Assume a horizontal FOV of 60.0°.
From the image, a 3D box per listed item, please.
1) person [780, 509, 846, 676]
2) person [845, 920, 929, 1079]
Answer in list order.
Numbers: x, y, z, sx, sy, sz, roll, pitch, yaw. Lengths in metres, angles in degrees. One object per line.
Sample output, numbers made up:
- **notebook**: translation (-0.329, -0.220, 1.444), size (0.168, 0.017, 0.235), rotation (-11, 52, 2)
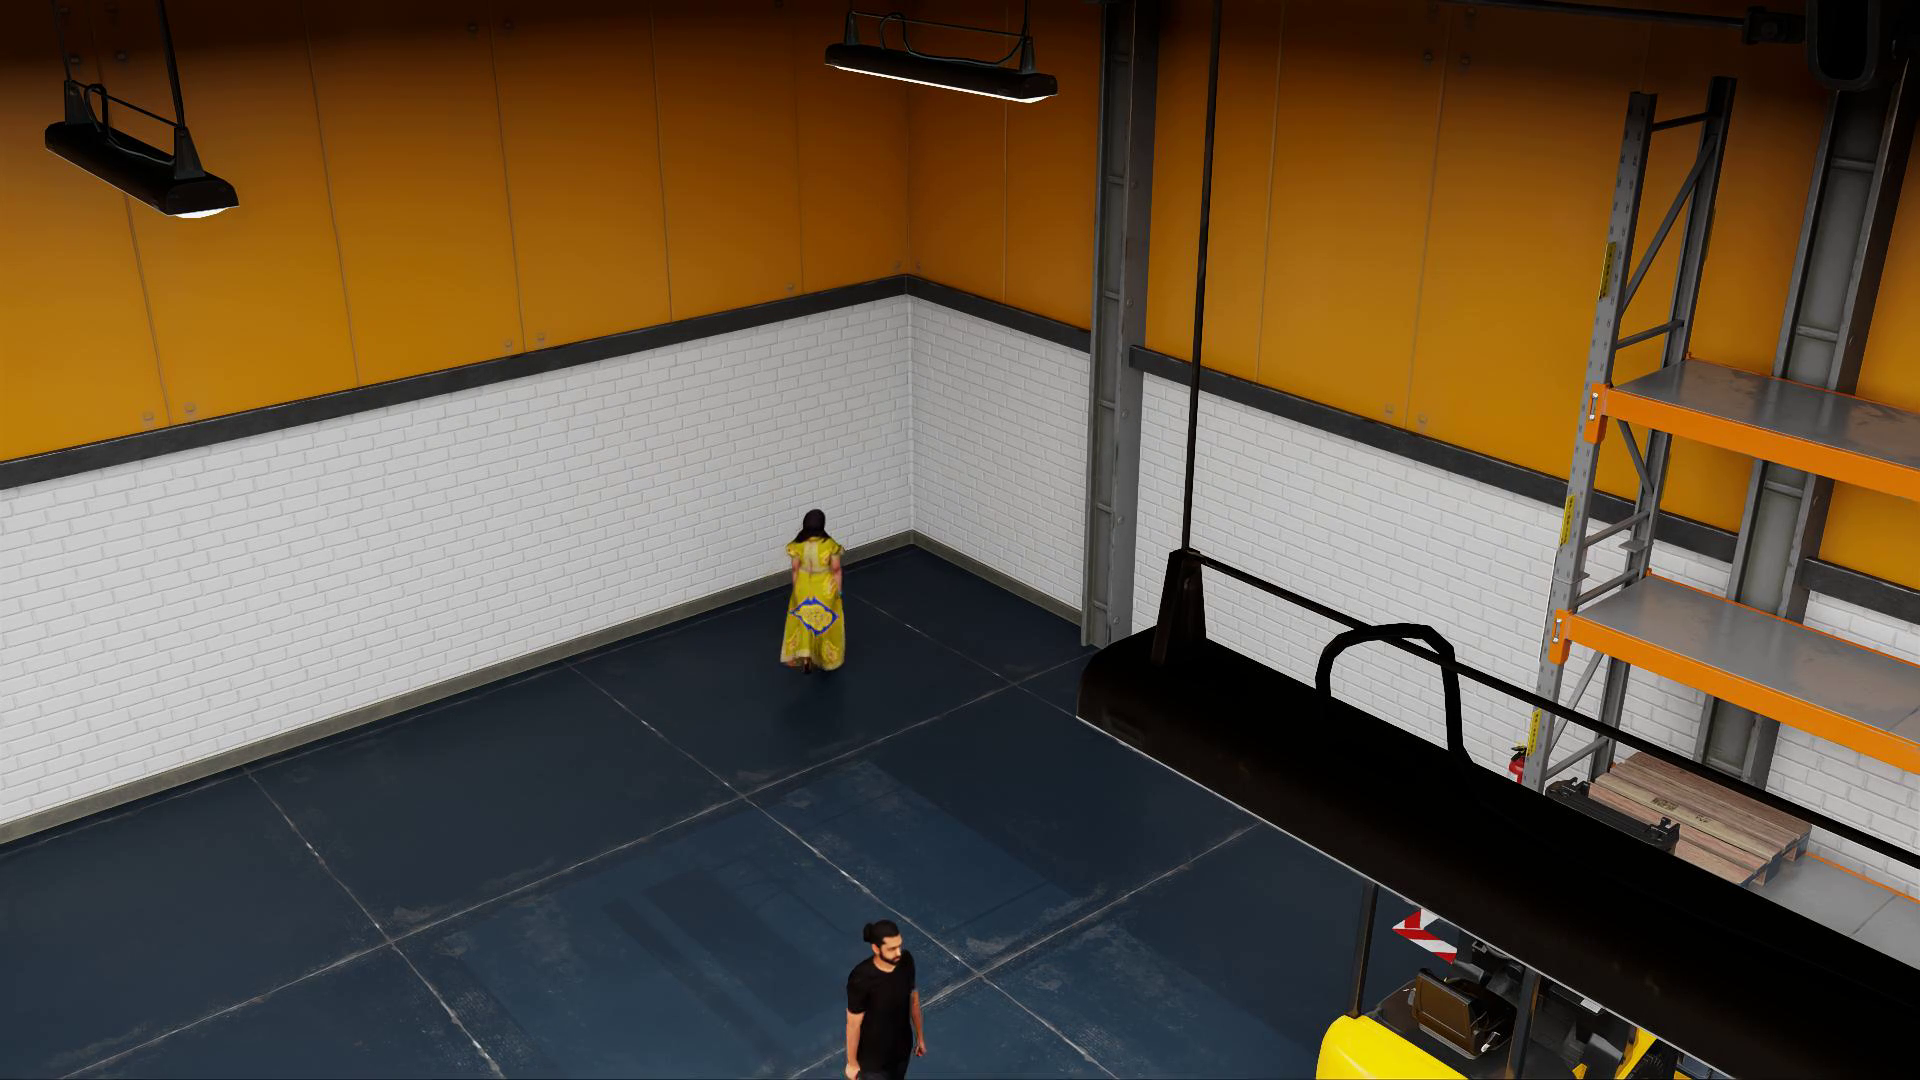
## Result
- **person**: translation (-1.336, 0.527, 15.282), size (1.119, 1.642, 1.195), rotation (1, 24, 1)
- **person**: translation (-0.502, 2.917, 9.682), size (0.645, 1.750, 0.687), rotation (20, 31, 38)
